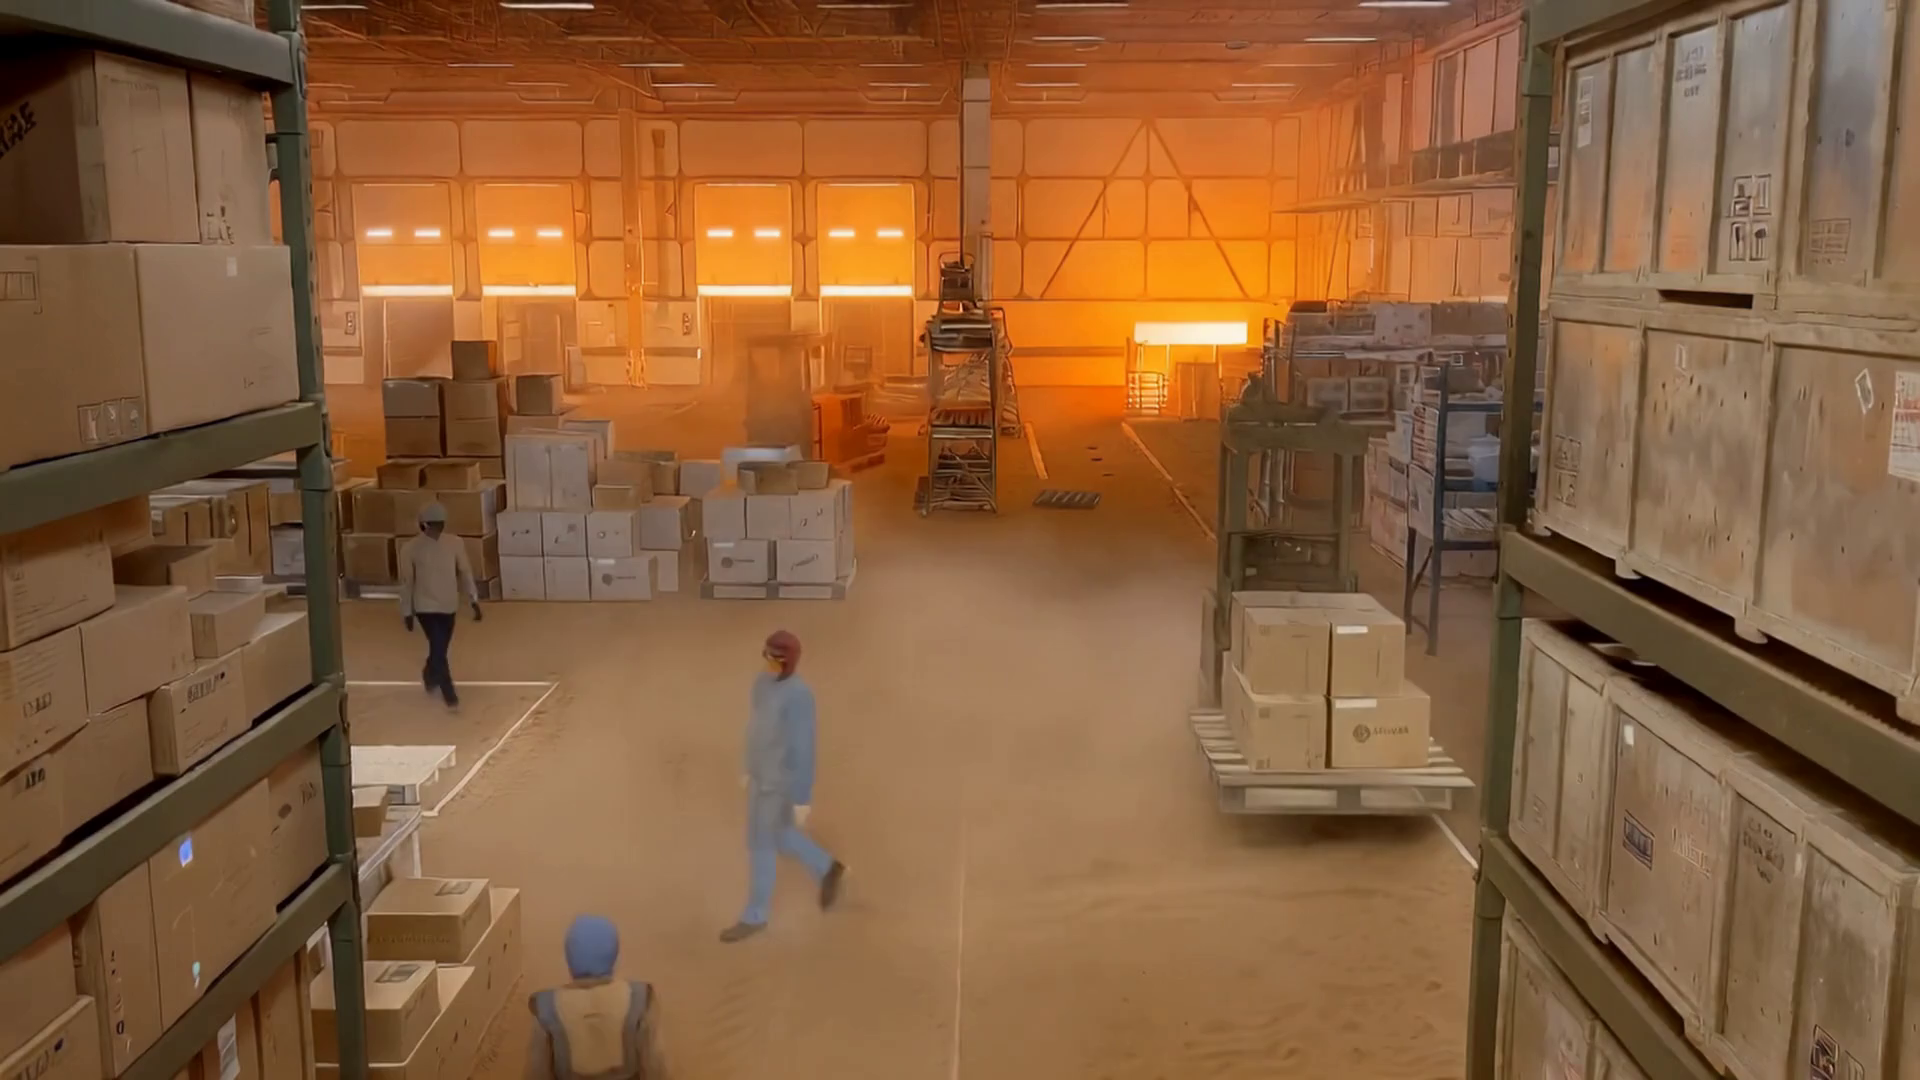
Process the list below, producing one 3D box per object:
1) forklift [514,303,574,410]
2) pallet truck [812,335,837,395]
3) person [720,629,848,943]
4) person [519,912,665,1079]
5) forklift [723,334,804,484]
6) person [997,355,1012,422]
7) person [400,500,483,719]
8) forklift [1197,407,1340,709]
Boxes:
[{"bbox_3d":[-10.721,-4.667,42.626,1.129,2.768,1.873,0,10,1],"label":"forklift"},{"bbox_3d":[-3.021,-4.312,43.126,1.885,1.965,0.823,3,10,17],"label":"pallet truck"},{"bbox_3d":[-1.081,1.457,10.129,0.841,1.898,0.636,-5,11,-26],"label":"person"},{"bbox_3d":[-1.405,2.250,6.363,0.576,1.615,0.483,-3,10,-17],"label":"person"},{"bbox_3d":[-3.008,-1.909,26.713,1.129,2.768,1.873,3,10,15],"label":"forklift"},{"bbox_3d":[0.888,-3.801,40.504,0.797,1.896,0.417,1,10,6],"label":"person"},{"bbox_3d":[-4.743,0.585,15.055,1.038,1.952,0.623,10,14,44],"label":"person"},{"bbox_3d":[2.693,0.259,14.208,1.129,2.768,1.873,0,10,1],"label":"forklift"}]
